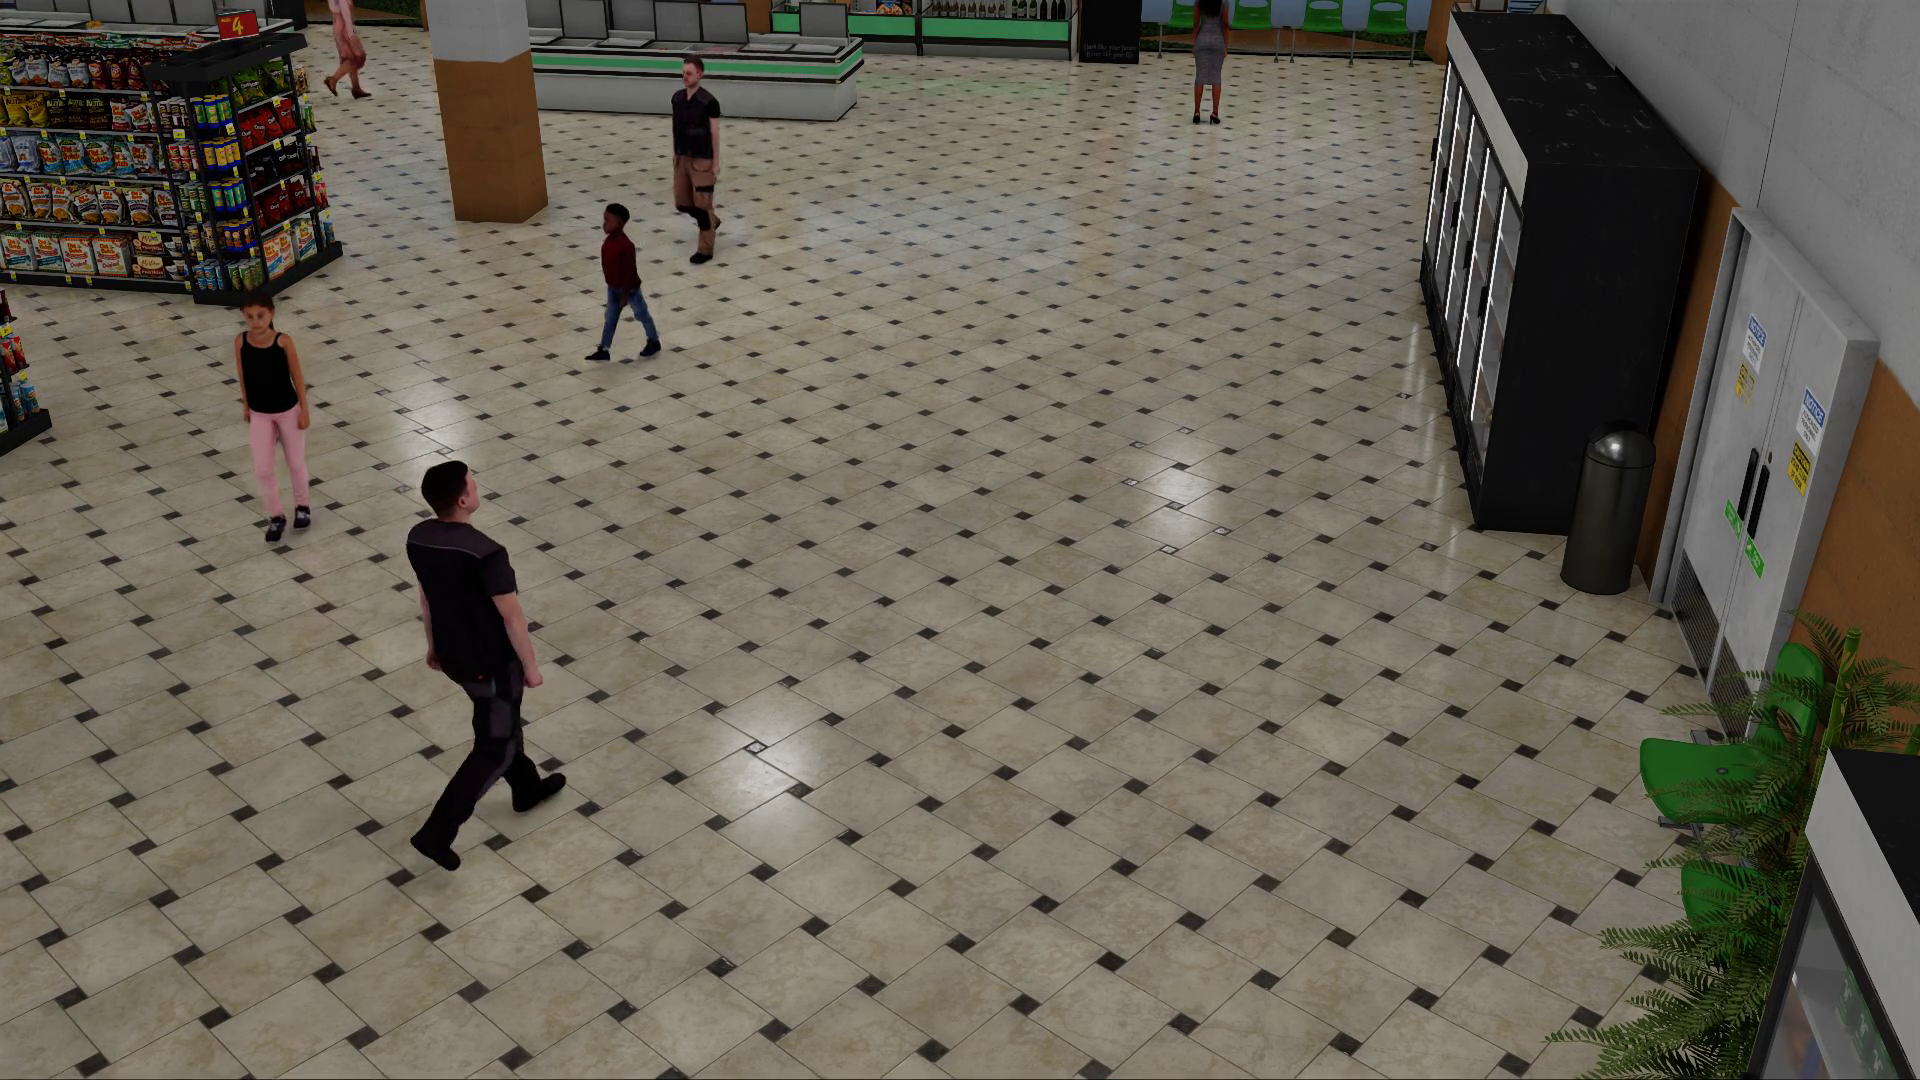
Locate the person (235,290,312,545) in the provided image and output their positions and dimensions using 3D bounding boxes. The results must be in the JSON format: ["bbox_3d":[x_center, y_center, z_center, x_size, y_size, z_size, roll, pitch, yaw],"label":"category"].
[{"bbox_3d":[-4.136,-0.792,10.084,0.728,1.551,0.738,-4,27,-8],"label":"person"}]

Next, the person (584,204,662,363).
[{"bbox_3d":[-2.515,-1.908,12.760,0.873,1.121,0.861,24,36,39],"label":"person"}]

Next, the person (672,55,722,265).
[{"bbox_3d":[-2.318,-3.453,15.026,0.897,1.827,0.920,17,31,29],"label":"person"}]

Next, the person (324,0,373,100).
[{"bbox_3d":[-7.831,-6.392,20.986,0.931,1.678,0.871,-18,32,-31],"label":"person"}]

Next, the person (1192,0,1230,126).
[{"bbox_3d":[2.980,-5.863,19.829,0.480,1.781,0.660,7,28,14],"label":"person"}]

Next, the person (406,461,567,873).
[{"bbox_3d":[-2.114,0.557,7.126,1.211,1.820,1.120,19,32,33],"label":"person"}]
